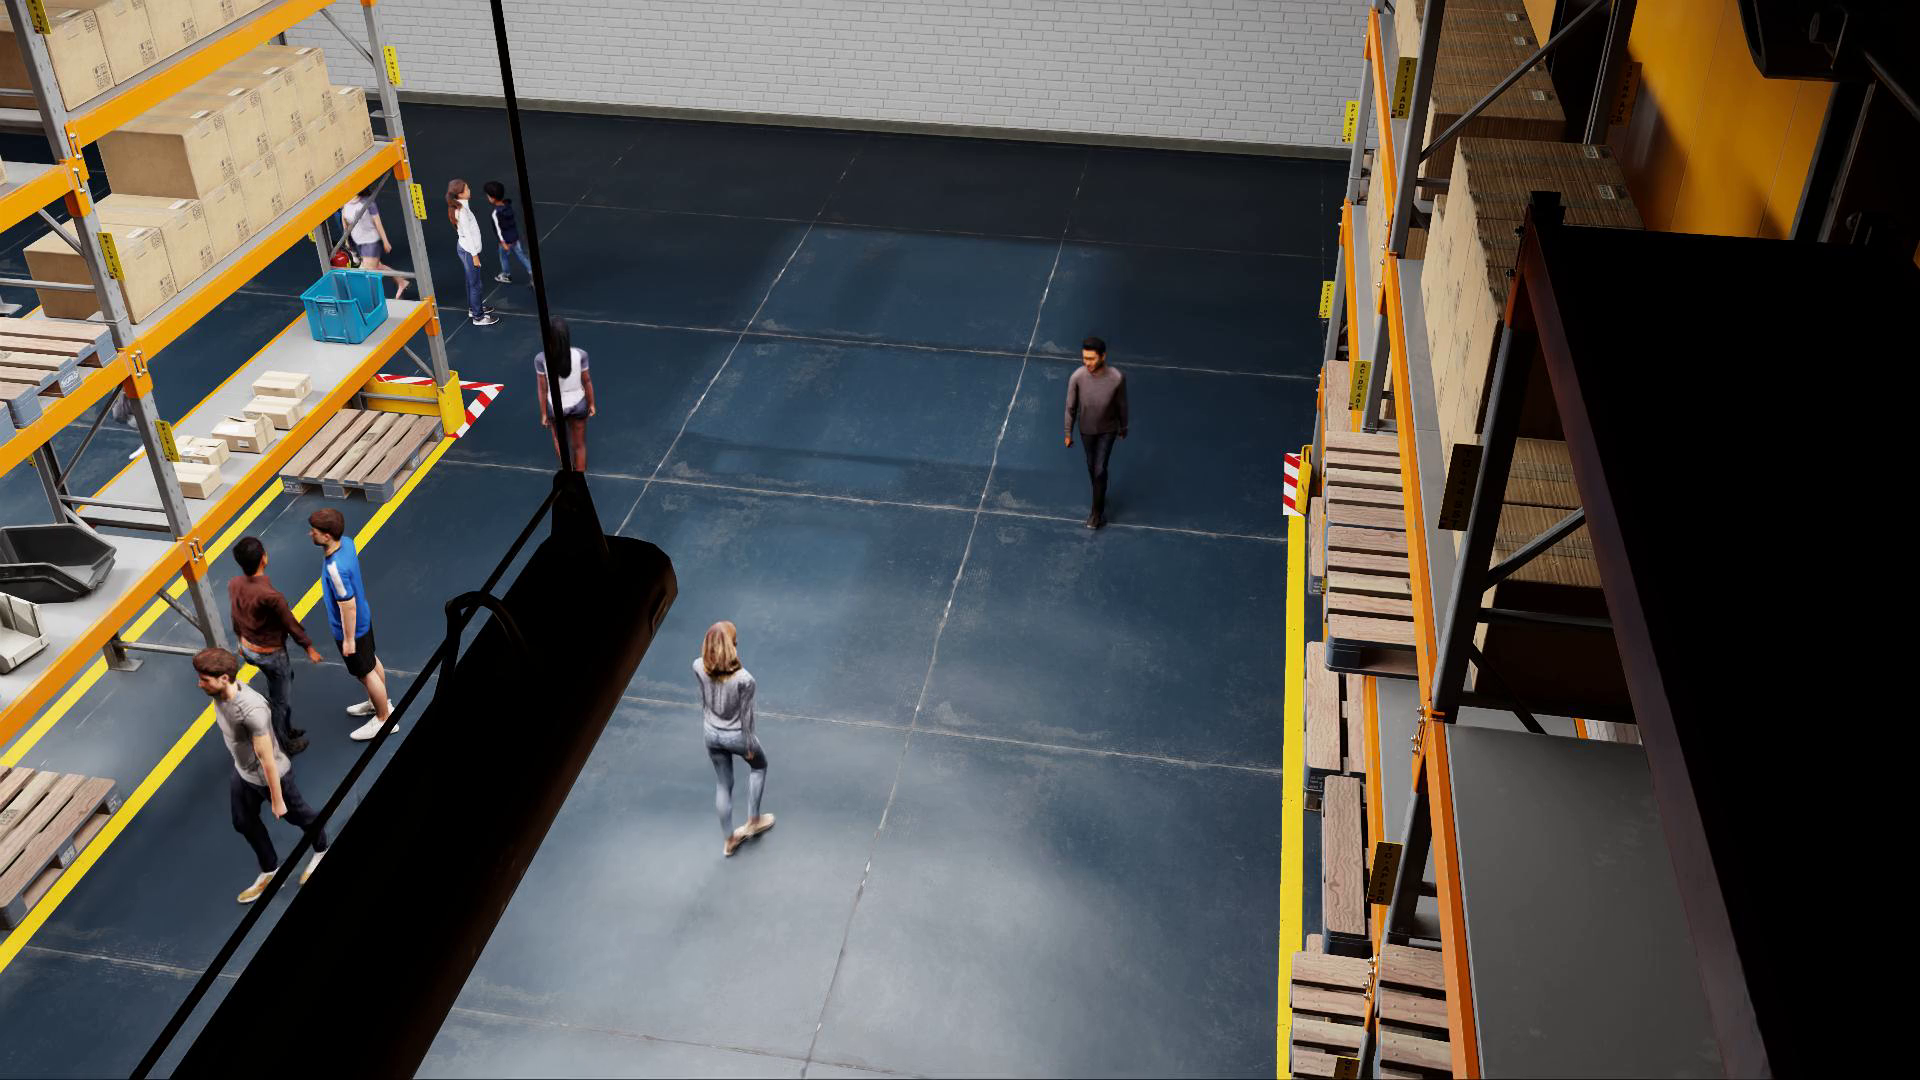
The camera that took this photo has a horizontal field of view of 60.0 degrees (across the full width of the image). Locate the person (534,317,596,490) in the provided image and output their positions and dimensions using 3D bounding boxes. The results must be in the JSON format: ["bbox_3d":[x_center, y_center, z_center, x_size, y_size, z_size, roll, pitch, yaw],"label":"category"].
[{"bbox_3d":[-3.359,-1.079,14.255,0.754,1.711,0.793,-10,35,-15],"label":"person"}]

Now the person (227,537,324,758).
[{"bbox_3d":[-4.790,0.824,11.350,0.774,1.759,0.760,21,39,28],"label":"person"}]

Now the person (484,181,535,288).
[{"bbox_3d":[-4.871,-3.299,18.053,0.704,1.206,0.813,15,37,22],"label":"person"}]

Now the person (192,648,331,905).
[{"bbox_3d":[-4.300,1.395,10.400,1.005,1.860,1.058,20,38,27],"label":"person"}]

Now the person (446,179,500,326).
[{"bbox_3d":[-5.114,-3.011,17.304,0.683,1.555,0.604,-14,36,-19],"label":"person"}]

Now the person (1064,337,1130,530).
[{"bbox_3d":[1.206,-0.983,14.096,0.722,1.729,0.947,5,34,8],"label":"person"}]

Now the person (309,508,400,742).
[{"bbox_3d":[-4.253,0.567,11.641,0.804,1.866,0.686,-11,35,-16],"label":"person"}]

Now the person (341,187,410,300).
[{"bbox_3d":[-6.132,-3.123,17.370,0.841,1.669,1.187,16,37,23],"label":"person"}]

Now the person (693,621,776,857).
[{"bbox_3d":[-1.514,1.313,10.596,0.676,1.779,0.713,13,36,18],"label":"person"}]
